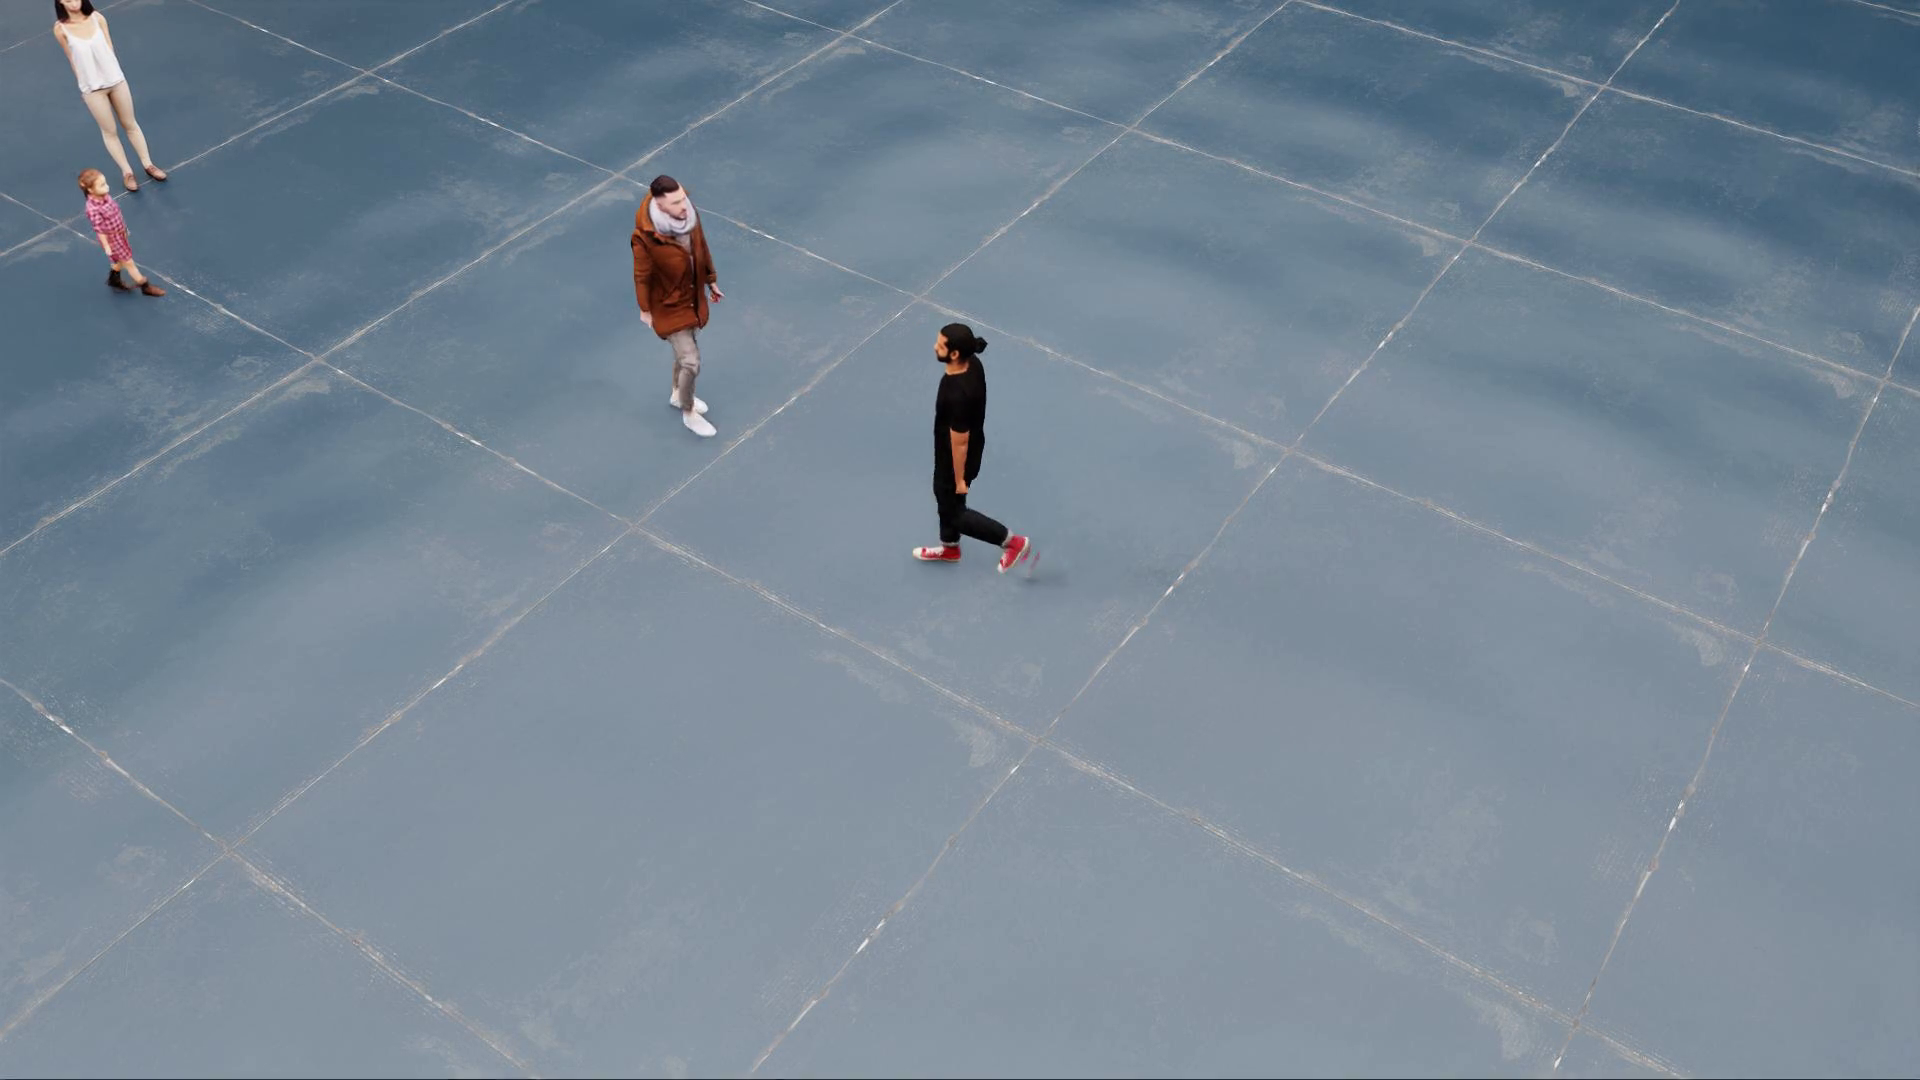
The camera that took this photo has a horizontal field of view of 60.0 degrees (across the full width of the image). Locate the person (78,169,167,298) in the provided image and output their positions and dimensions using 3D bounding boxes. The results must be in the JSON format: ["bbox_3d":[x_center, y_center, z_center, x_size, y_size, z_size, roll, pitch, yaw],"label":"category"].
[{"bbox_3d":[-6.050,-2.185,11.810,0.722,1.019,0.610,2,43,2],"label":"person"}]

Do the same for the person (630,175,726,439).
[{"bbox_3d":[-1.860,-1.529,10.526,0.755,1.814,0.725,21,47,21],"label":"person"}]

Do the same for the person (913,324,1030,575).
[{"bbox_3d":[0.068,-0.484,9.460,1.043,1.741,0.900,3,43,4],"label":"person"}]

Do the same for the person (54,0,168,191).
[{"bbox_3d":[-6.601,-3.521,12.777,0.567,1.653,0.626,26,49,25],"label":"person"}]
